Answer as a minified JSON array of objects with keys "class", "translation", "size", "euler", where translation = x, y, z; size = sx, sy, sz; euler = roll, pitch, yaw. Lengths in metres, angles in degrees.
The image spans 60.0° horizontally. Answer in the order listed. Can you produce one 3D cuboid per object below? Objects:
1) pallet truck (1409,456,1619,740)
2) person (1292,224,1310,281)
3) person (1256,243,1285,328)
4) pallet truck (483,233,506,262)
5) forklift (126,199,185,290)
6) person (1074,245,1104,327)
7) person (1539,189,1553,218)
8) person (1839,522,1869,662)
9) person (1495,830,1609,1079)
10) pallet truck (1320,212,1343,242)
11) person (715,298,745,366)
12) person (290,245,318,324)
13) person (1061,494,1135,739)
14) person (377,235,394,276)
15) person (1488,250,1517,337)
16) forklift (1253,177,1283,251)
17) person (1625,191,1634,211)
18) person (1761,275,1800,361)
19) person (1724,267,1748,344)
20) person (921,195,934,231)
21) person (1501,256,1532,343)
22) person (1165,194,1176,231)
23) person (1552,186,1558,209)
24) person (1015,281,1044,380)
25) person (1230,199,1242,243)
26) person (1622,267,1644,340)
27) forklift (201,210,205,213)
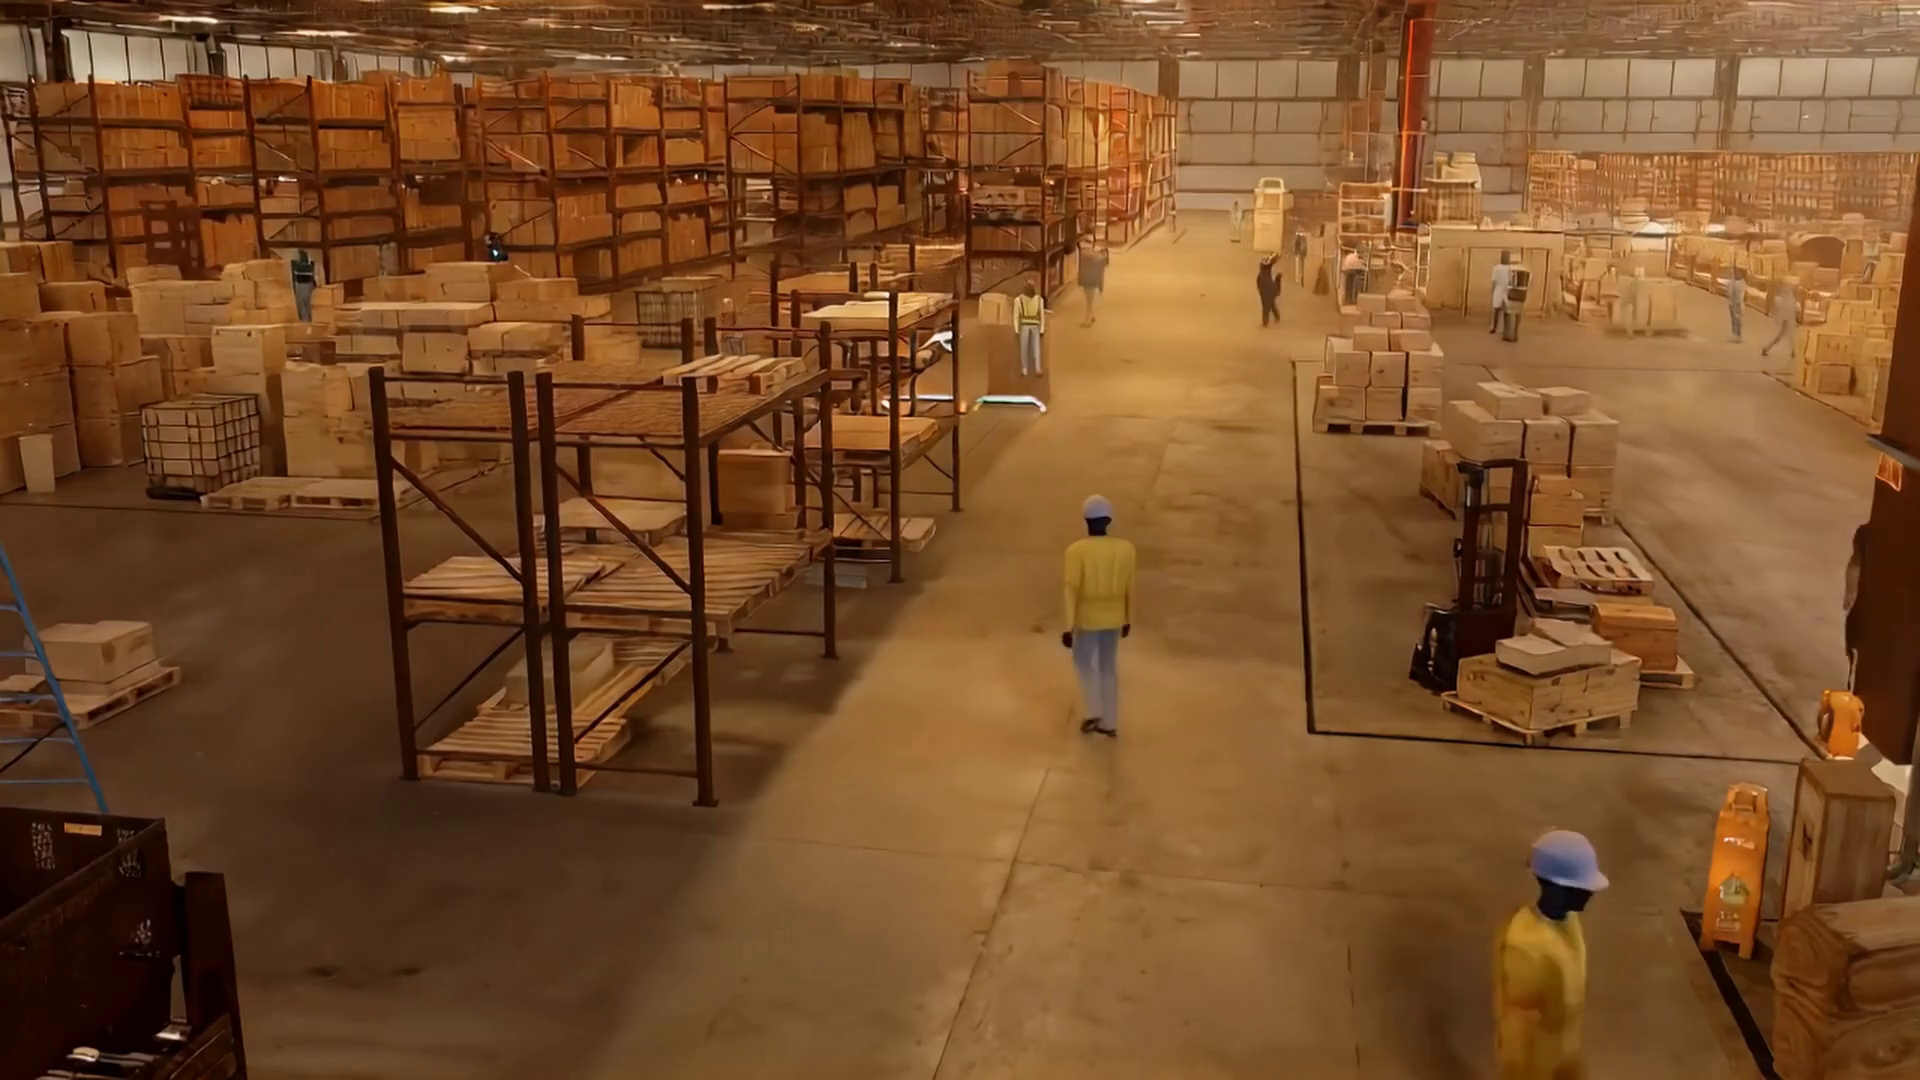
[{"class":"pallet truck","translation":[4.504,0.400,13.395],"size":[0.823,1.965,1.885],"euler":[-6,15,-23]},{"class":"person","translation":[10.713,-9.029,52.211],"size":[0.550,1.722,0.885],"euler":[3,14,13]},{"class":"person","translation":[7.290,-6.027,39.400],"size":[0.542,2.000,0.679],"euler":[-10,17,-34]},{"class":"pallet truck","translation":[-11.832,-7.026,43.548],"size":[1.885,1.965,0.823],"euler":[8,16,28]},{"class":"forklift","translation":[-21.272,-7.674,44.362],"size":[1.129,2.768,1.873],"euler":[3,14,10]},{"class":"person","translation":[3.093,-6.084,39.849],"size":[0.605,1.936,1.044],"euler":[11,18,39]},{"class":"person","translation":[27.765,-15.693,78.892],"size":[0.604,1.911,0.840],"euler":[5,15,18]},{"class":"person","translation":[7.238,0.541,12.979],"size":[0.692,1.922,0.641],"euler":[-6,15,-22]},{"class":"person","translation":[2.324,2.064,6.798],"size":[0.515,1.922,0.551],"euler":[11,18,38]},{"class":"pallet truck","translation":[15.874,-13.227,70.310],"size":[0.680,1.201,1.601],"euler":[10,17,35]},{"class":"person","translation":[-4.219,-3.628,30.498],"size":[0.538,1.624,0.381],"euler":[0,14,-1]},{"class":"person","translation":[-15.934,-6.210,40.425],"size":[0.587,1.911,0.397],"euler":[-12,18,-40]},{"class":"person","translation":[1.041,0.599,12.788],"size":[0.662,1.901,0.485],"euler":[-6,15,-24]},{"class":"person","translation":[-15.692,-7.407,45.418],"size":[0.429,1.844,0.627],"euler":[-8,16,-29]},{"class":"person","translation":[12.385,-5.629,37.938],"size":[0.618,1.963,0.361],"euler":[10,17,36]},{"class":"forklift","translation":[12.083,-12.747,64.956],"size":[1.129,2.768,1.873],"euler":[3,14,10]},{"class":"person","translation":[32.447,-16.062,80.579],"size":[0.403,1.827,0.601],"euler":[-7,15,-26]},{"class":"person","translation":[16.905,-4.567,34.112],"size":[0.530,1.732,0.873],"euler":[-11,18,-38]},{"class":"person","translation":[17.157,-5.175,36.673],"size":[0.320,1.693,0.536],"euler":[1,14,2]},{"class":"person","translation":[-1.475,-14.750,75.396],"size":[0.599,1.778,0.668],"euler":[2,14,9]},{"class":"person","translation":[12.291,-5.303,36.769],"size":[0.641,1.908,0.428],"euler":[-1,14,-5]},{"class":"person","translation":[9.813,-15.254,77.564],"size":[0.538,1.700,0.317],"euler":[0,14,1]},{"class":"person","translation":[31.452,-17.924,88.094],"size":[0.389,1.850,0.563],"euler":[-2,14,-9]},{"class":"person","translation":[1.324,-3.945,31.373],"size":[0.600,1.829,0.980],"euler":[-3,14,-10]},{"class":"person","translation":[11.559,-13.388,69.753],"size":[0.404,1.824,0.585],"euler":[-7,15,-25]},{"class":"person","translation":[15.136,-5.301,37.305],"size":[0.341,1.615,0.523],"euler":[3,14,11]},{"class":"forklift","translation":[-25.099,-10.513,55.887],"size":[1.873,2.768,1.129],"euler":[0,14,2]}]
